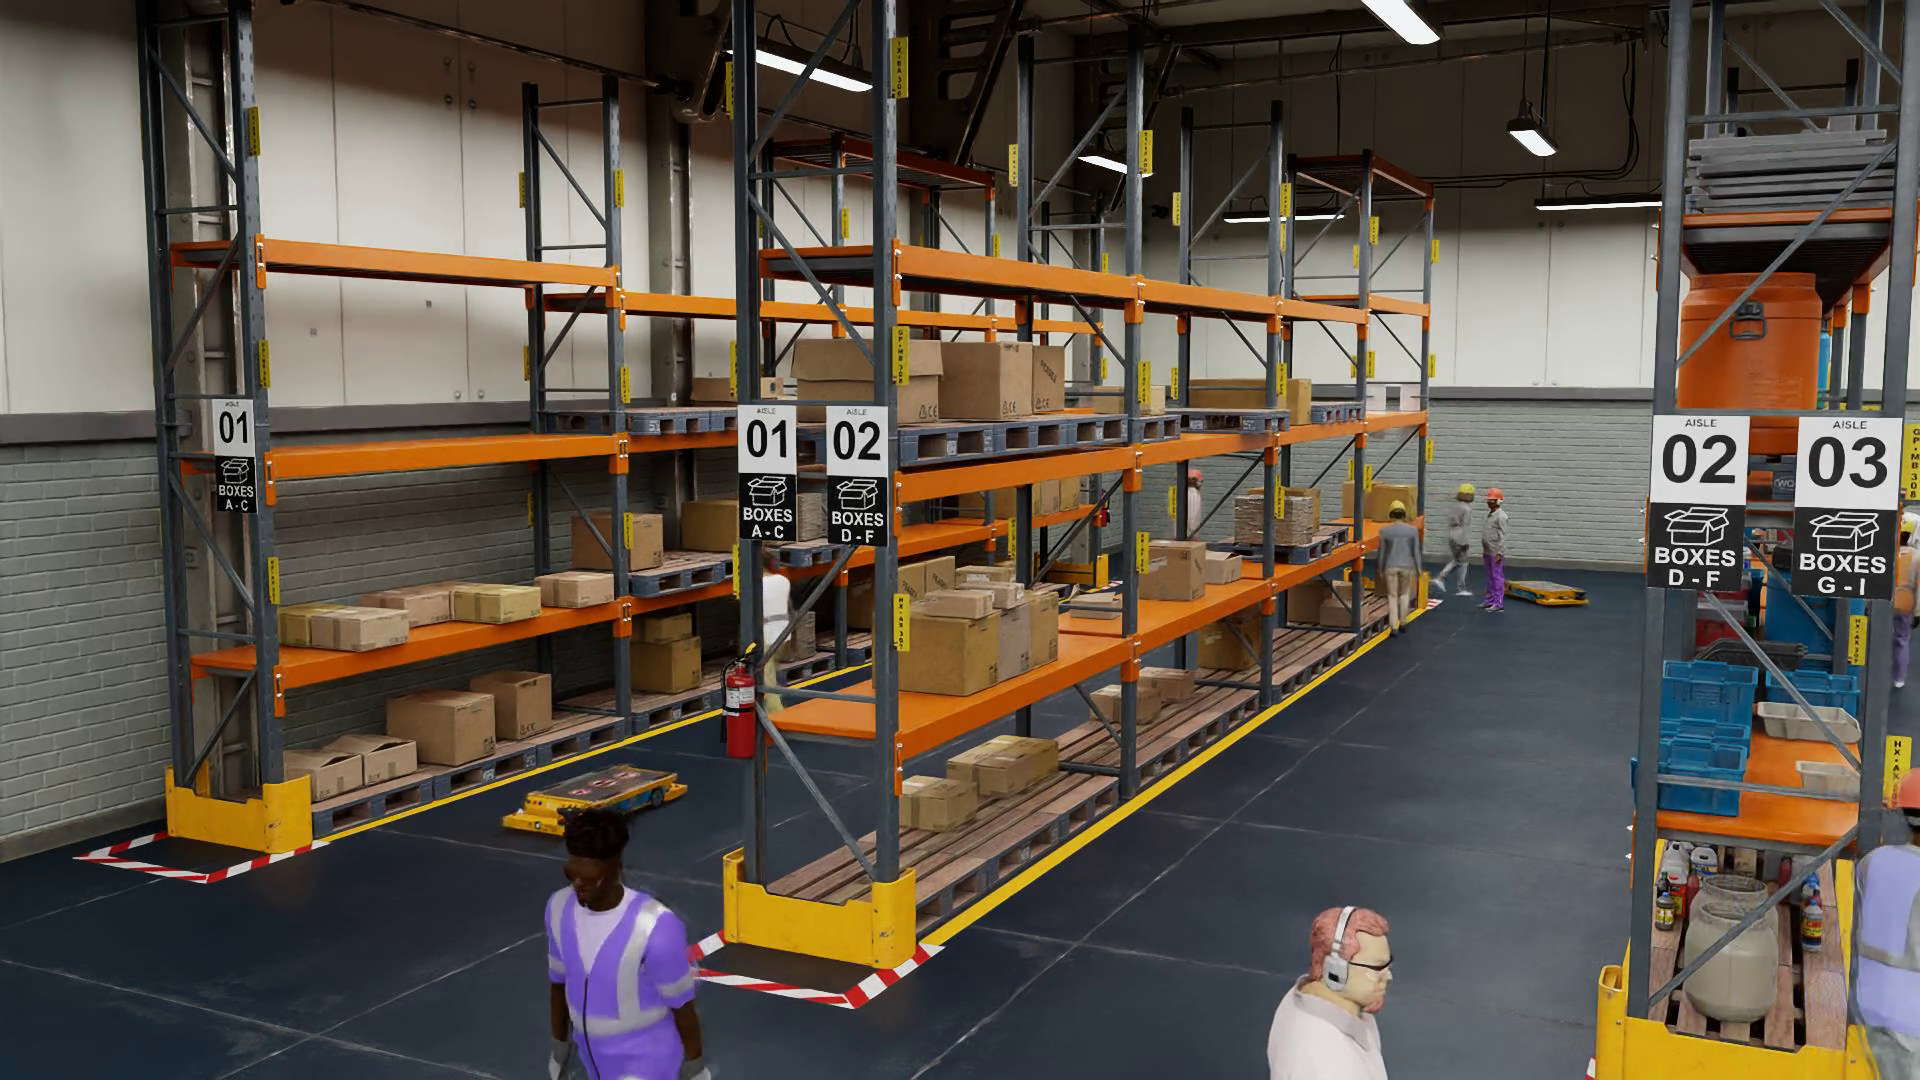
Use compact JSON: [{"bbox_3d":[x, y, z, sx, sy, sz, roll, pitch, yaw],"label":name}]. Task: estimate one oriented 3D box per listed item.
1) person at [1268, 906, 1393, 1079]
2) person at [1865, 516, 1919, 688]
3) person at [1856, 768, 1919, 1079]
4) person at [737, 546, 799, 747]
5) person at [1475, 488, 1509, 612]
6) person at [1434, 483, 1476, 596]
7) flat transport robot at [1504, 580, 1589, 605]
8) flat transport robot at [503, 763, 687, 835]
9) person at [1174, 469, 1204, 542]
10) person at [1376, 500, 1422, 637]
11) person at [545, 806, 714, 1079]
[{"bbox_3d":[1.097,1.988,4.807,0.403,1.904,0.651,0,6,3],"label":"person"},{"bbox_3d":[9.888,0.687,17.611,0.592,1.883,0.963,4,7,32],"label":"person"},{"bbox_3d":[3.594,1.833,6.413,0.772,1.886,0.612,-1,6,-14],"label":"person"},{"bbox_3d":[-1.776,0.970,15.298,0.682,1.825,0.606,5,7,38],"label":"person"},{"bbox_3d":[7.529,0.139,23.525,0.337,1.750,0.570,-1,6,-6],"label":"person"},{"bbox_3d":[7.504,-0.005,25.093,0.542,1.718,0.519,-2,6,-18],"label":"person"},{"bbox_3d":[8.597,0.767,24.546,0.652,0.197,1.431,-1,6,-10],"label":"flat transport robot"},{"bbox_3d":[-2.776,1.977,12.776,0.652,0.197,1.431,3,7,25],"label":"flat transport robot"},{"bbox_3d":[3.354,-0.069,24.578,0.637,1.946,0.635,-2,6,-21],"label":"person"},{"bbox_3d":[5.641,0.363,21.427,0.550,1.731,0.850,0,6,4],"label":"person"},{"bbox_3d":[-1.190,1.852,6.115,0.643,1.917,0.971,4,7,34],"label":"person"}]
